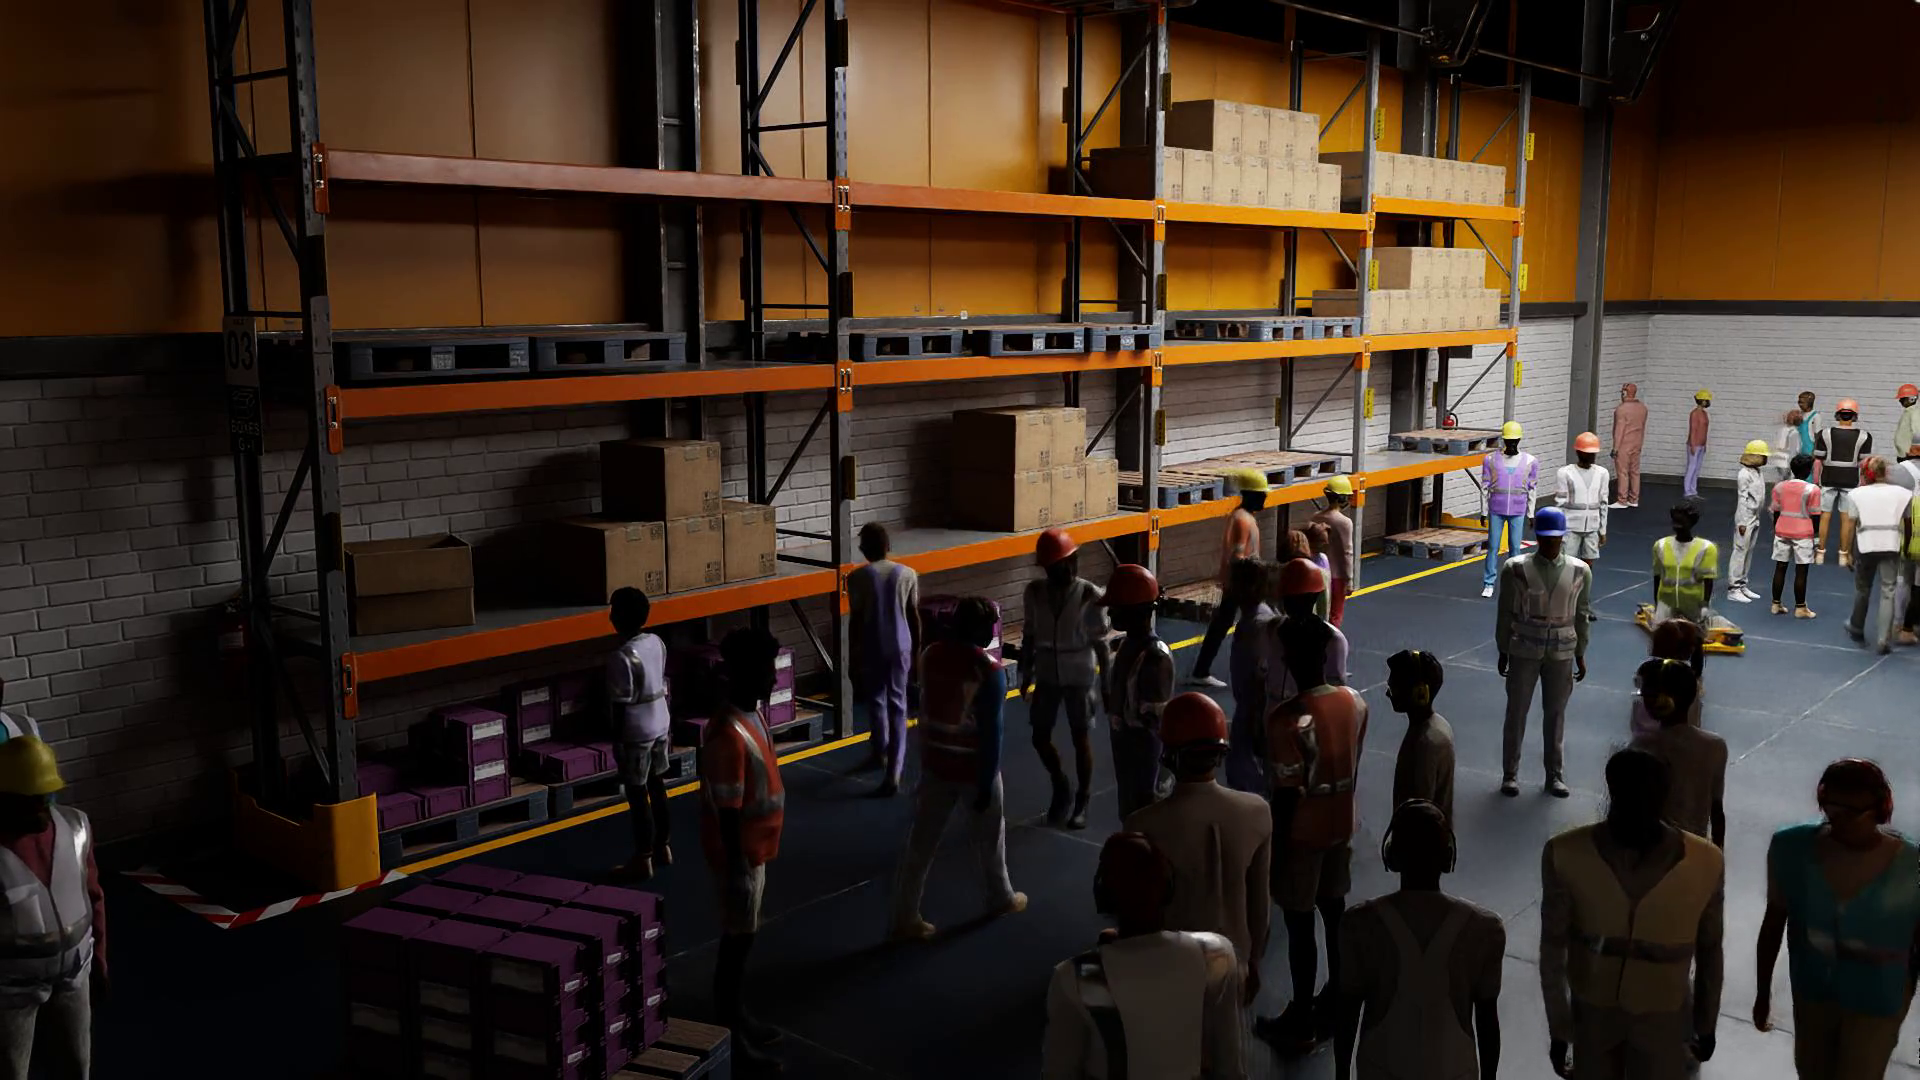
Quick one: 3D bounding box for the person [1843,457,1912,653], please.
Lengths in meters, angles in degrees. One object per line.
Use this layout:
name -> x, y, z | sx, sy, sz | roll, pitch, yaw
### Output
person -> 8.593, 0.118, 15.598 | 0.605, 1.781, 0.932 | 3, 9, 19

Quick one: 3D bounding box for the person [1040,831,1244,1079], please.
person -> 0.513, 1.750, 4.833 | 0.620, 1.869, 0.415 | -3, 9, -17

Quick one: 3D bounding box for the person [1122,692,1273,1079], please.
person -> 0.818, 1.520, 5.920 | 0.622, 1.993, 0.382 | -4, 10, -25

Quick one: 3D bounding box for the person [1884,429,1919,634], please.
person -> 9.302, -0.092, 16.168 | 0.682, 2.000, 0.536 | 4, 10, 23

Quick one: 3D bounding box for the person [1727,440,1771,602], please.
person -> 8.501, -0.208, 17.878 | 0.315, 1.741, 0.493 | 8, 12, 42

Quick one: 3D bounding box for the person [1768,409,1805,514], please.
person -> 11.796, -1.046, 23.657 | 0.360, 1.624, 0.535 | 1, 9, 7

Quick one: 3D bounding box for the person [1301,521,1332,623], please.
person -> 2.674, 0.667, 12.599 | 0.369, 1.629, 0.552 | 6, 11, 33

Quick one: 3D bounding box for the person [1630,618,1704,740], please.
person -> 3.814, 1.227, 8.985 | 0.370, 1.630, 0.556 | -2, 9, -14

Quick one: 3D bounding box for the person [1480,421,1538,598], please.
person -> 5.937, -0.323, 18.026 | 0.584, 1.928, 0.367 | 2, 9, 14

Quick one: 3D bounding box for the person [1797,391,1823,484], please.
person -> 12.364, -1.262, 24.363 | 0.345, 1.840, 0.504 | -2, 9, -10

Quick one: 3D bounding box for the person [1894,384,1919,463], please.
person -> 13.455, -1.227, 23.650 | 0.396, 1.991, 0.610 | 3, 9, 18

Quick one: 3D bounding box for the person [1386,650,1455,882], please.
person -> 1.975, 1.387, 7.230 | 0.334, 1.860, 0.510 | 3, 9, 18

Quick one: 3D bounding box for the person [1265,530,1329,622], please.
person -> 2.439, 0.742, 12.136 | 0.516, 1.625, 0.295 | -2, 9, -10

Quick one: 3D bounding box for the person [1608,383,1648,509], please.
person -> 10.068, -1.417, 25.150 | 0.648, 1.907, 0.401 | -5, 10, -31

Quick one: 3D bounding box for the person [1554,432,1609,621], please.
person -> 6.269, -0.128, 16.775 | 0.547, 1.929, 0.391 | -1, 9, -4

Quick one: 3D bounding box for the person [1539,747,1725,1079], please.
person -> 2.256, 1.618, 5.625 | 0.600, 1.892, 0.638 | 3, 9, 19

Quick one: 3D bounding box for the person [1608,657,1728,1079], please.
person -> 2.987, 1.402, 7.172 | 0.488, 1.845, 0.483 | -4, 10, -25

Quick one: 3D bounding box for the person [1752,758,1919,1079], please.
person -> 3.185, 1.615, 5.944 | 0.574, 1.805, 0.889 | 8, 12, 42

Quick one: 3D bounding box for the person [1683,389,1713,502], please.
person -> 11.556, -1.476, 26.014 | 0.335, 1.759, 0.516 | 8, 12, 44

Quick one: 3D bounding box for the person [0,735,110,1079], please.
person -> -3.364, 1.591, 6.027 | 0.407, 1.823, 0.603 | 5, 10, 27

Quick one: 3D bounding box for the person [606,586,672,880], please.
person -> -1.851, 1.106, 9.572 | 0.319, 1.698, 0.538 | 3, 9, 17

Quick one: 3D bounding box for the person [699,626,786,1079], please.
person -> -0.936, 1.332, 7.230 | 0.368, 1.962, 0.613 | 0, 9, -1

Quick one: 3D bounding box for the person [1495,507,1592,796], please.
person -> 3.886, 0.739, 11.108 | 0.605, 1.948, 0.387 | 1, 9, 7

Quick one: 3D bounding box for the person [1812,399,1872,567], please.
person -> 10.614, -0.689, 20.066 | 0.613, 2.033, 0.411 | 4, 10, 26

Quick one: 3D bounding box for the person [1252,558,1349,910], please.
person -> 1.836, 1.053, 9.106 | 0.545, 1.942, 0.349 | 8, 12, 43

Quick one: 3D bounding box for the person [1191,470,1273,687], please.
person -> 2.410, 0.342, 13.914 | 0.980, 1.872, 0.591 | 1, 9, 5

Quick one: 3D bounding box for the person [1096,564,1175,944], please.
person -> 0.874, 1.126, 8.360 | 0.405, 2.035, 0.601 | -2, 9, -10

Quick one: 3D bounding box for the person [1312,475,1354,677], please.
person -> 3.247, 0.316, 14.462 | 0.347, 1.761, 0.529 | -4, 10, -24

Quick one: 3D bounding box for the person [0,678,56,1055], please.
person -> -4.145, 1.419, 7.114 | 0.429, 1.831, 0.639 | 4, 10, 25

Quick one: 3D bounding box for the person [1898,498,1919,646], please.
person -> 9.171, 0.161, 15.744 | 0.735, 1.659, 0.551 | -5, 10, -28

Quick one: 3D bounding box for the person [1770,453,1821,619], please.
person -> 8.525, -0.041, 16.962 | 0.319, 1.692, 0.533 | -5, 10, -29

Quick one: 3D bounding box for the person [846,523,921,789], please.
person -> -0.505, 0.780, 11.399 | 0.543, 1.787, 0.949 | -2, 9, -14

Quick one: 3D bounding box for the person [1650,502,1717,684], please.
person -> 5.834, 0.520, 13.467 | 0.533, 1.644, 0.875 | 7, 11, 39

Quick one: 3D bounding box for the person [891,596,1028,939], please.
person -> -0.021, 1.192, 8.726 | 0.613, 1.798, 0.920 | 7, 11, 39

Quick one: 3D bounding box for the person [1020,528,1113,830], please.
person -> 0.659, 0.867, 10.375 | 0.632, 1.913, 0.445 | 4, 10, 23

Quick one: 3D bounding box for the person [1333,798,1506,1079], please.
person -> 1.421, 1.711, 5.207 | 0.503, 1.839, 0.349 | 2, 9, 11

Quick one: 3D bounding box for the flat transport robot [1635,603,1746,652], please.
flat transport robot -> 6.972, 0.828, 15.925 | 0.652, 0.197, 1.431 | 1, 9, 9

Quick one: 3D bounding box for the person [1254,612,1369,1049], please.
person -> 1.563, 1.297, 7.481 | 0.608, 1.957, 0.391 | -7, 11, -39
